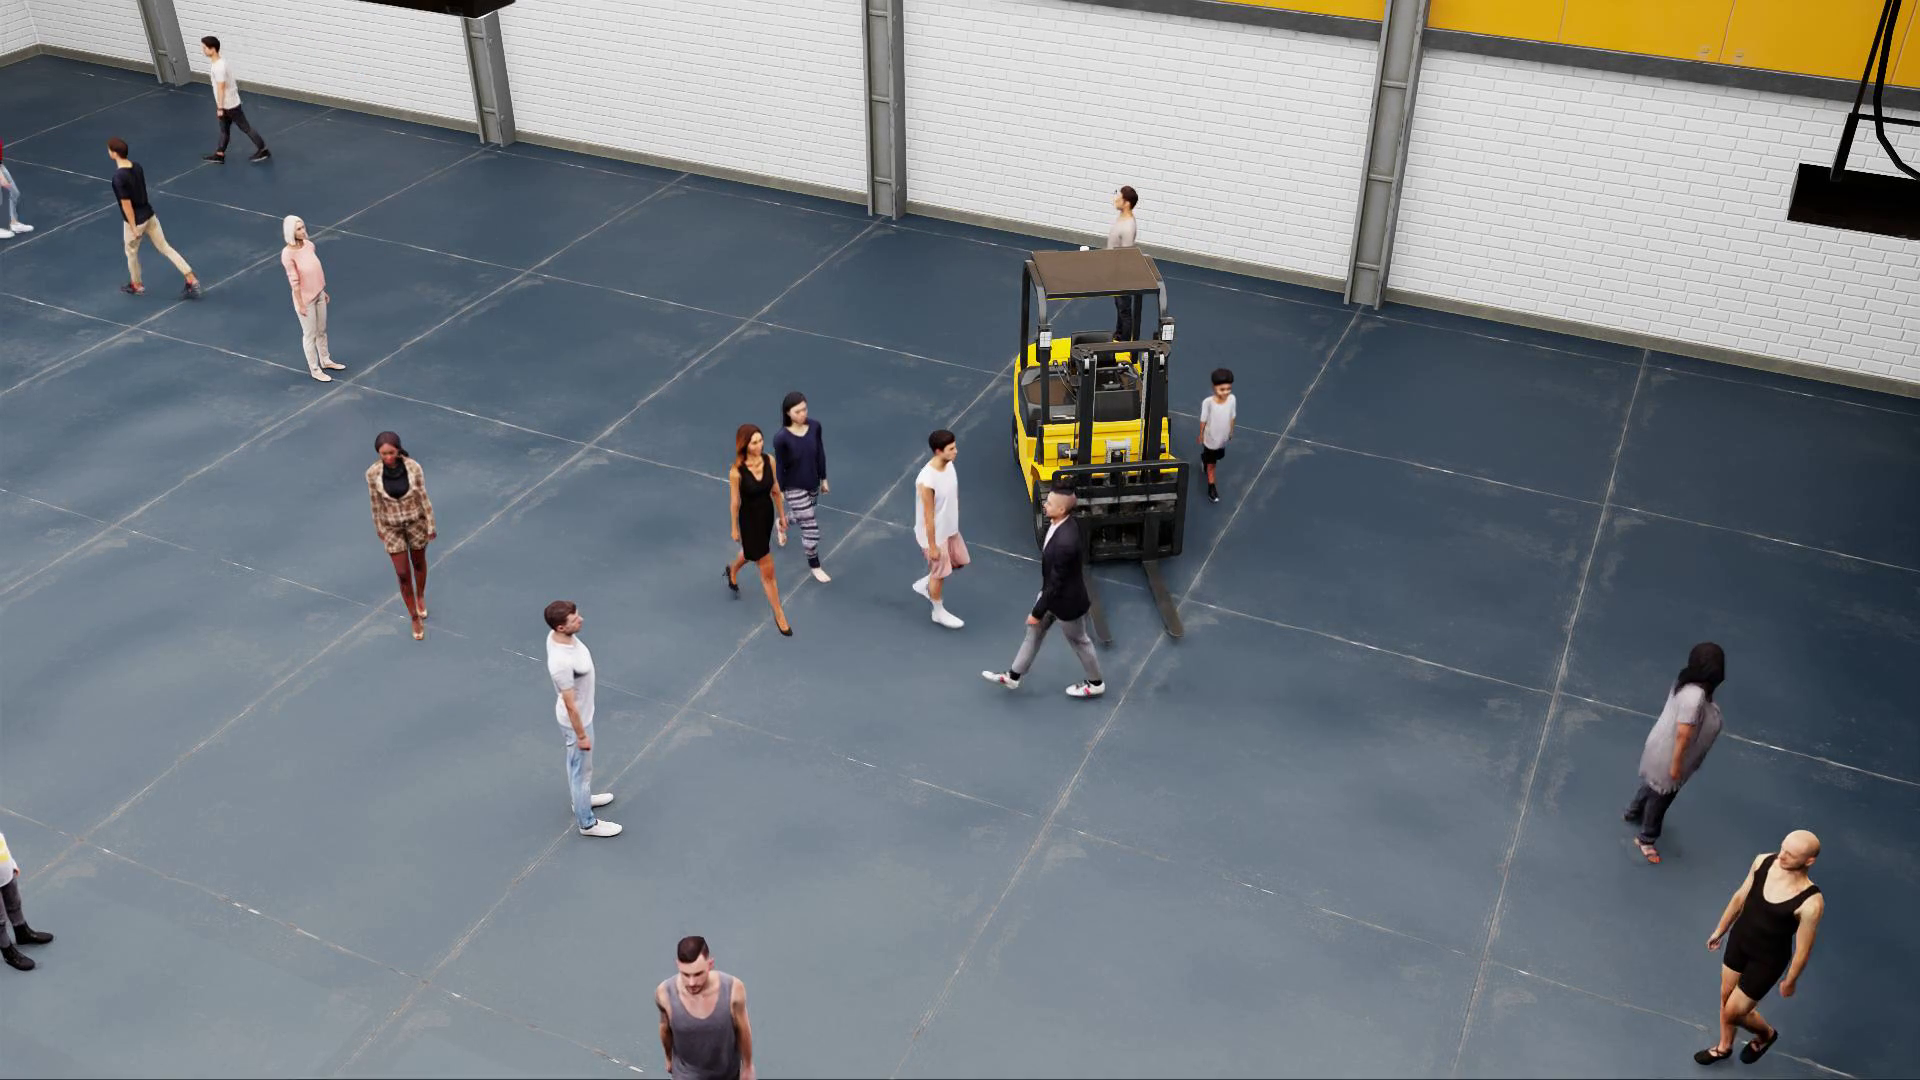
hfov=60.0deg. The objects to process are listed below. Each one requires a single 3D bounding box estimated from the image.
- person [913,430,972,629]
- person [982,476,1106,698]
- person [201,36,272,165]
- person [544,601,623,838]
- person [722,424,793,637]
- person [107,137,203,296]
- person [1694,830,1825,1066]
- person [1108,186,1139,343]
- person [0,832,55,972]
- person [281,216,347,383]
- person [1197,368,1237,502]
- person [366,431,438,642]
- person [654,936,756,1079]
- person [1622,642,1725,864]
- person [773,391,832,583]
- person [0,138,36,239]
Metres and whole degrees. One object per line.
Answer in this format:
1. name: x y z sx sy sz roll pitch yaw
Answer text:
1. person: -0.239 -0.102 13.170 0.742 1.774 0.652 16 37 22
2. person: 0.861 0.415 12.277 1.286 1.900 1.103 -4 34 -6
3. person: -9.456 -5.721 21.713 1.127 1.676 1.110 -14 36 -21
4. person: -2.586 1.179 11.173 0.766 1.851 0.726 -9 35 -13
5. person: -1.664 -0.134 13.197 0.882 1.797 1.211 -28 42 -35
6. person: -8.894 -3.500 18.241 1.236 1.819 0.807 8 34 11
7. person: 4.626 2.333 9.479 0.887 1.804 0.831 -8 34 -12
8. person: 1.671 -2.741 17.056 0.744 1.868 0.743 -2 34 -4
9. person: -5.988 2.098 10.308 0.568 1.278 0.548 3 34 4
10. person: -6.561 -2.456 16.756 0.570 1.725 0.634 9 35 13
11. person: 2.300 -1.008 15.013 0.822 1.242 0.826 -6 34 -9
12. person: -4.408 -0.123 13.204 0.869 1.771 0.930 -12 35 -17
13. person: -1.339 2.710 8.858 1.184 1.812 1.110 -4 34 -6
14. person: 4.732 1.414 11.063 0.667 1.581 0.765 21 39 29
15. person: -1.359 -0.500 13.833 0.873 1.703 1.122 -25 41 -33
16. person: -11.470 -4.335 19.641 0.885 1.659 0.824 -13 36 -19
